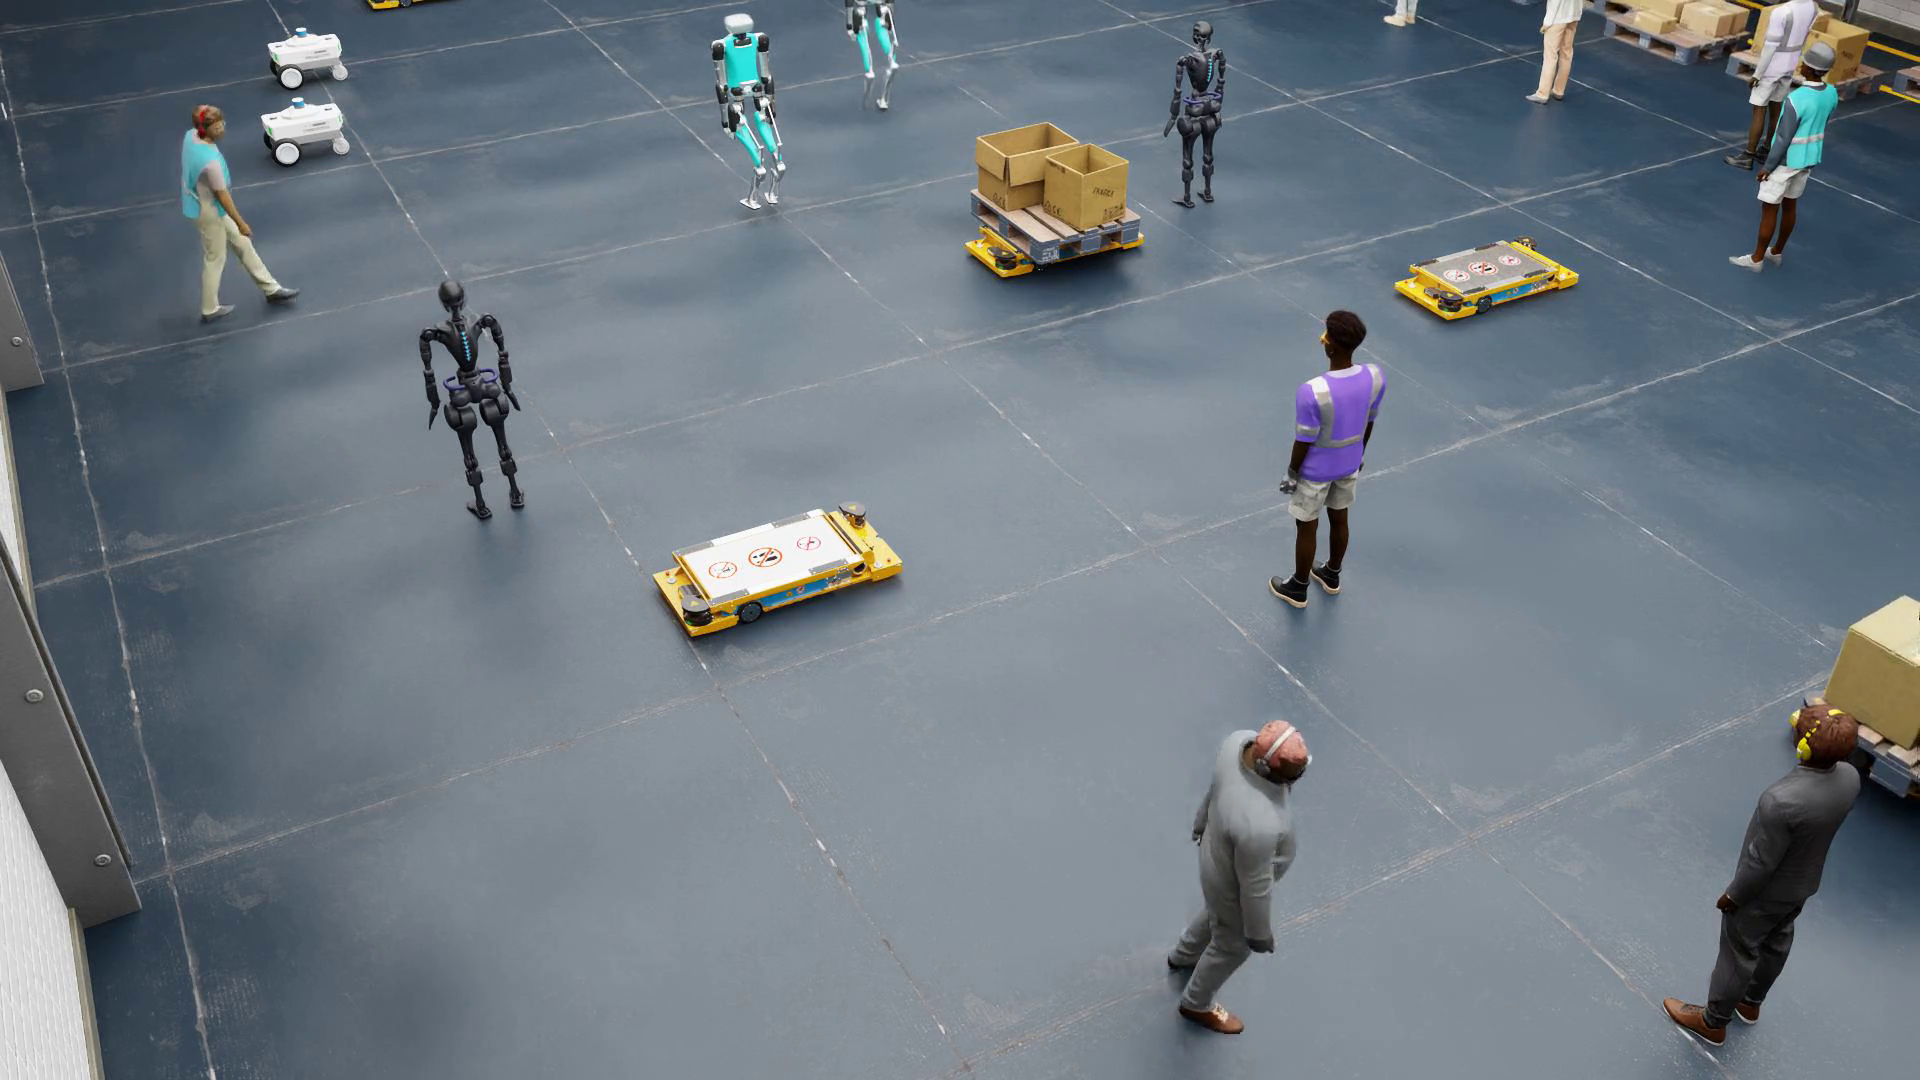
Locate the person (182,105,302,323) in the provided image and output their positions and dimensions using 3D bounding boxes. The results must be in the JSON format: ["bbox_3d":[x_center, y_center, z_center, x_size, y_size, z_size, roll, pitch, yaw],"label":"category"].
[{"bbox_3d":[-5.774,-2.582,13.080,0.821,1.785,0.641,-14,37,-19],"label":"person"}]

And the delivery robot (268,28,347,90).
[{"bbox_3d":[-7.024,-5.206,17.874,0.739,0.566,0.499,-17,39,-23],"label":"delivery robot"}]

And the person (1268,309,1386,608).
[{"bbox_3d":[2.183,-0.475,9.916,0.605,1.966,0.368,-18,39,-23],"label":"person"}]

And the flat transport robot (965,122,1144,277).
[{"bbox_3d":[0.823,-2.626,14.465,1.431,0.231,0.659,-17,39,-23],"label":"flat transport robot"}]

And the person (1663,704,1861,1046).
[{"bbox_3d":[3.523,1.463,7.229,0.493,1.875,0.356,-18,39,-23],"label":"person"}]

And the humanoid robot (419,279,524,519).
[{"bbox_3d":[-3.168,-0.920,10.789,0.599,1.657,0.315,-17,39,-23],"label":"humanoid robot"}]

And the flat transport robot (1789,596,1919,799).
[{"bbox_3d":[5.336,1.205,8.995,0.659,0.231,1.431,-21,40,-27],"label":"flat transport robot"}]

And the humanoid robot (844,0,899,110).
[{"bbox_3d":[-0.839,-5.152,16.878,0.548,1.861,0.813,-14,37,-19],"label":"humanoid robot"}]

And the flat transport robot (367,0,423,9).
[{"bbox_3d":[-6.557,-6.779,20.395,1.431,0.231,0.659,-17,39,-23],"label":"flat transport robot"}]

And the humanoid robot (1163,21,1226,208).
[{"bbox_3d":[2.130,-3.829,14.943,0.599,1.657,0.315,-17,39,-23],"label":"humanoid robot"}]

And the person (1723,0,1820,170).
[{"bbox_3d":[7.643,-4.439,15.601,0.544,1.938,0.358,-18,39,-23],"label":"person"}]

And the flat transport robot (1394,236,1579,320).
[{"bbox_3d":[4.387,-2.180,13.828,1.431,0.231,0.659,-17,39,-23],"label":"flat transport robot"}]

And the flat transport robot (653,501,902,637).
[{"bbox_3d":[-1.146,0.170,10.474,1.431,0.231,0.659,-17,39,-23],"label":"flat transport robot"}]

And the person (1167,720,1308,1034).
[{"bbox_3d":[1.219,1.464,7.237,0.449,1.865,0.674,2,35,2],"label":"person"}]

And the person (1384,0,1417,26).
[{"bbox_3d":[5.174,-6.891,19.180,0.500,1.859,0.374,-22,41,-28],"label":"person"}]

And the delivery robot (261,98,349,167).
[{"bbox_3d":[-6.374,-4.004,16.158,0.739,0.566,0.499,-17,39,-23],"label":"delivery robot"}]

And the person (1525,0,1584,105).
[{"bbox_3d":[6.184,-5.322,17.087,0.462,1.676,0.366,-18,39,-23],"label":"person"}]

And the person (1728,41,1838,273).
[{"bbox_3d":[6.883,-3.146,13.749,0.552,1.943,0.418,-18,39,-23],"label":"person"}]

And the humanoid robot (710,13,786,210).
[{"bbox_3d":[-1.791,-3.703,14.603,0.533,1.681,0.735,-17,39,-23],"label":"humanoid robot"}]
